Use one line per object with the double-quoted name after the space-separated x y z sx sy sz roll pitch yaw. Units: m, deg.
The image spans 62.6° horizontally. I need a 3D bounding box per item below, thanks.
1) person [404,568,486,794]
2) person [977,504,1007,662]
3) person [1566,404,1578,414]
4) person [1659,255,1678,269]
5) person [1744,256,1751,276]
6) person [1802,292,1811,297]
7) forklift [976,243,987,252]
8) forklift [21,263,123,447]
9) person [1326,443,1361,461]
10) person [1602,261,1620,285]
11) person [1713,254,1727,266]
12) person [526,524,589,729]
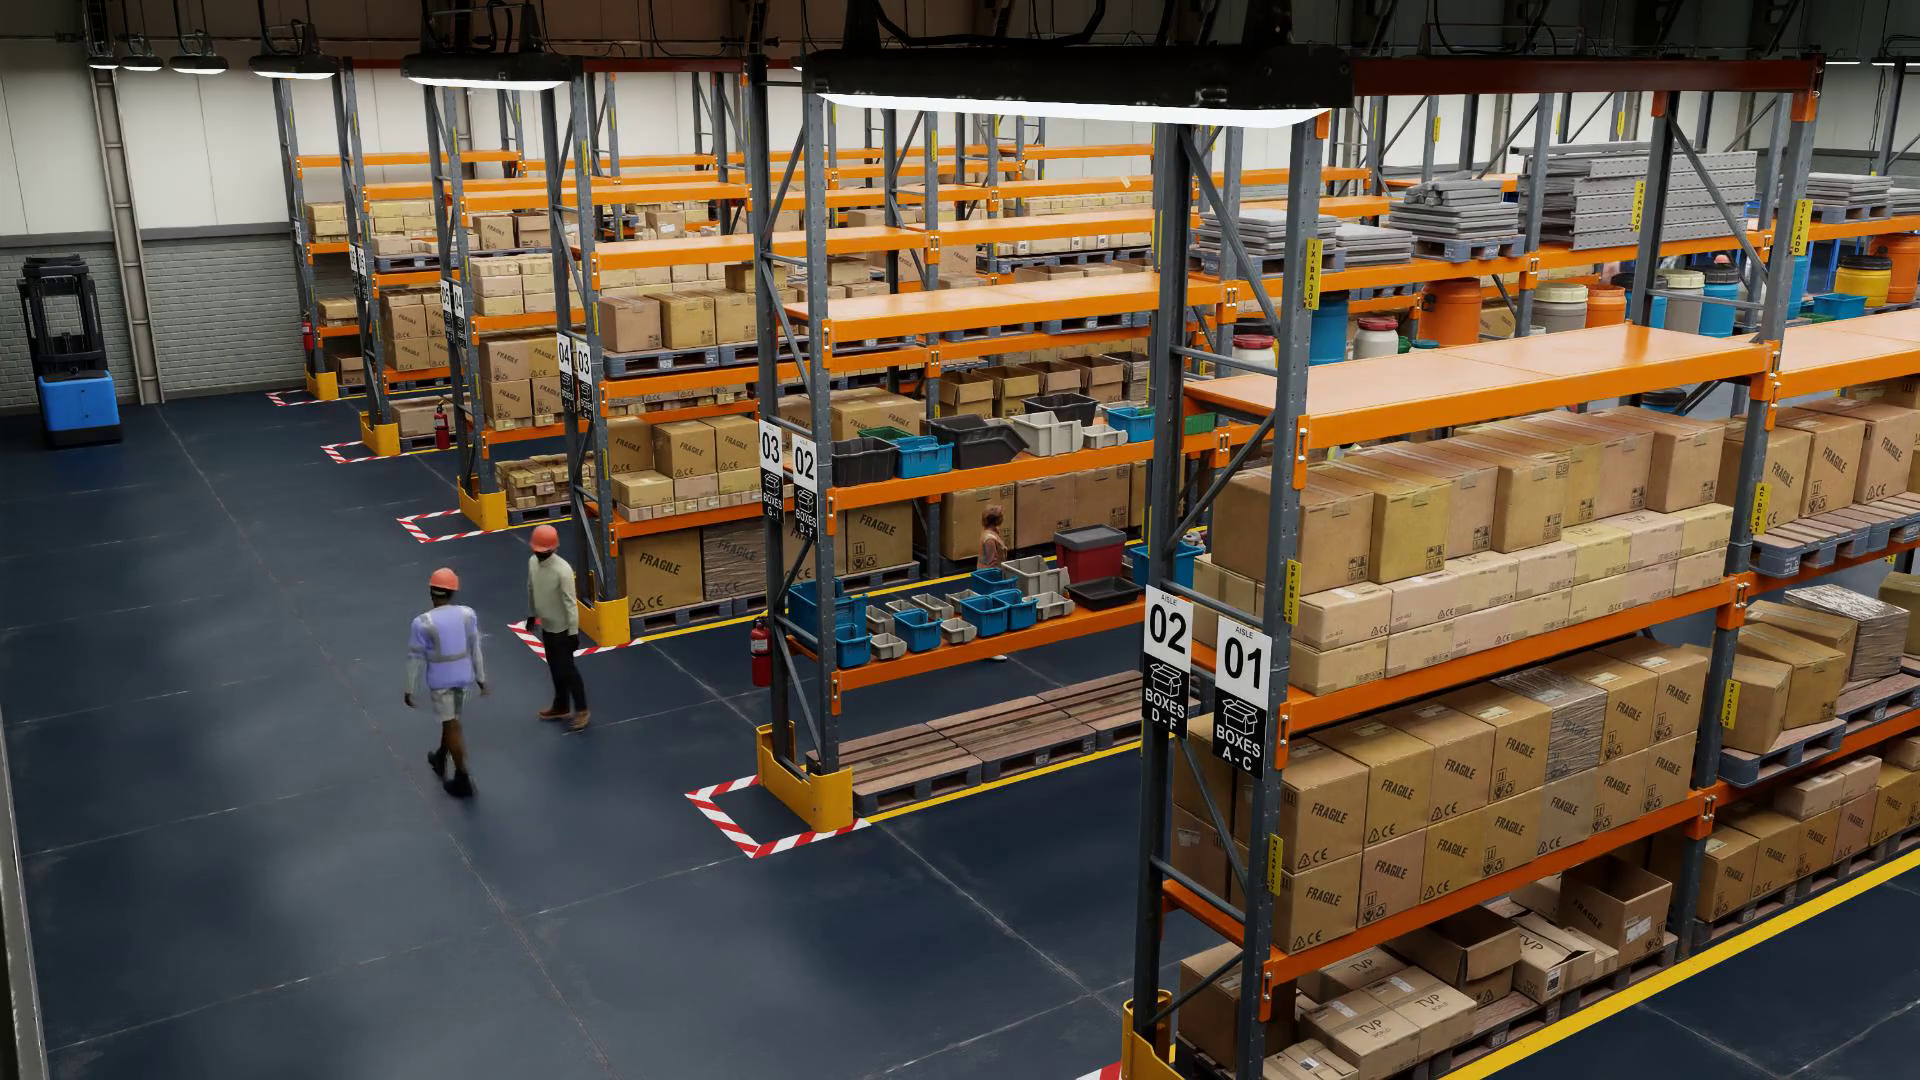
-4.415 1.169 13.395 0.640 1.868 0.932 -16 23 -42 "person"
0.326 0.421 16.255 0.307 1.641 0.514 -1 17 -4 "person"
10.305 -2.770 26.591 0.521 1.712 0.901 -3 17 -11 "person"
18.827 -7.507 41.893 0.574 1.847 0.455 -10 20 -30 "person"
19.092 -6.276 37.801 0.562 1.893 0.997 8 19 26 "person"
15.769 -3.708 29.458 0.836 1.853 0.592 -9 19 -28 "person"
0.988 -5.474 34.718 1.214 2.155 2.313 -10 20 -31 "forklift"
-14.518 -3.079 25.708 1.129 2.768 1.873 -10 20 -31 "forklift"
4.577 -0.509 18.963 0.429 1.844 0.622 -9 19 -27 "person"
14.959 -5.893 36.550 0.713 1.880 0.667 -6 18 -20 "person"
16.453 -5.240 34.329 0.565 1.926 0.448 -5 18 -17 "person"
-3.755 0.772 14.545 0.440 1.980 0.728 -15 23 -41 "person"
